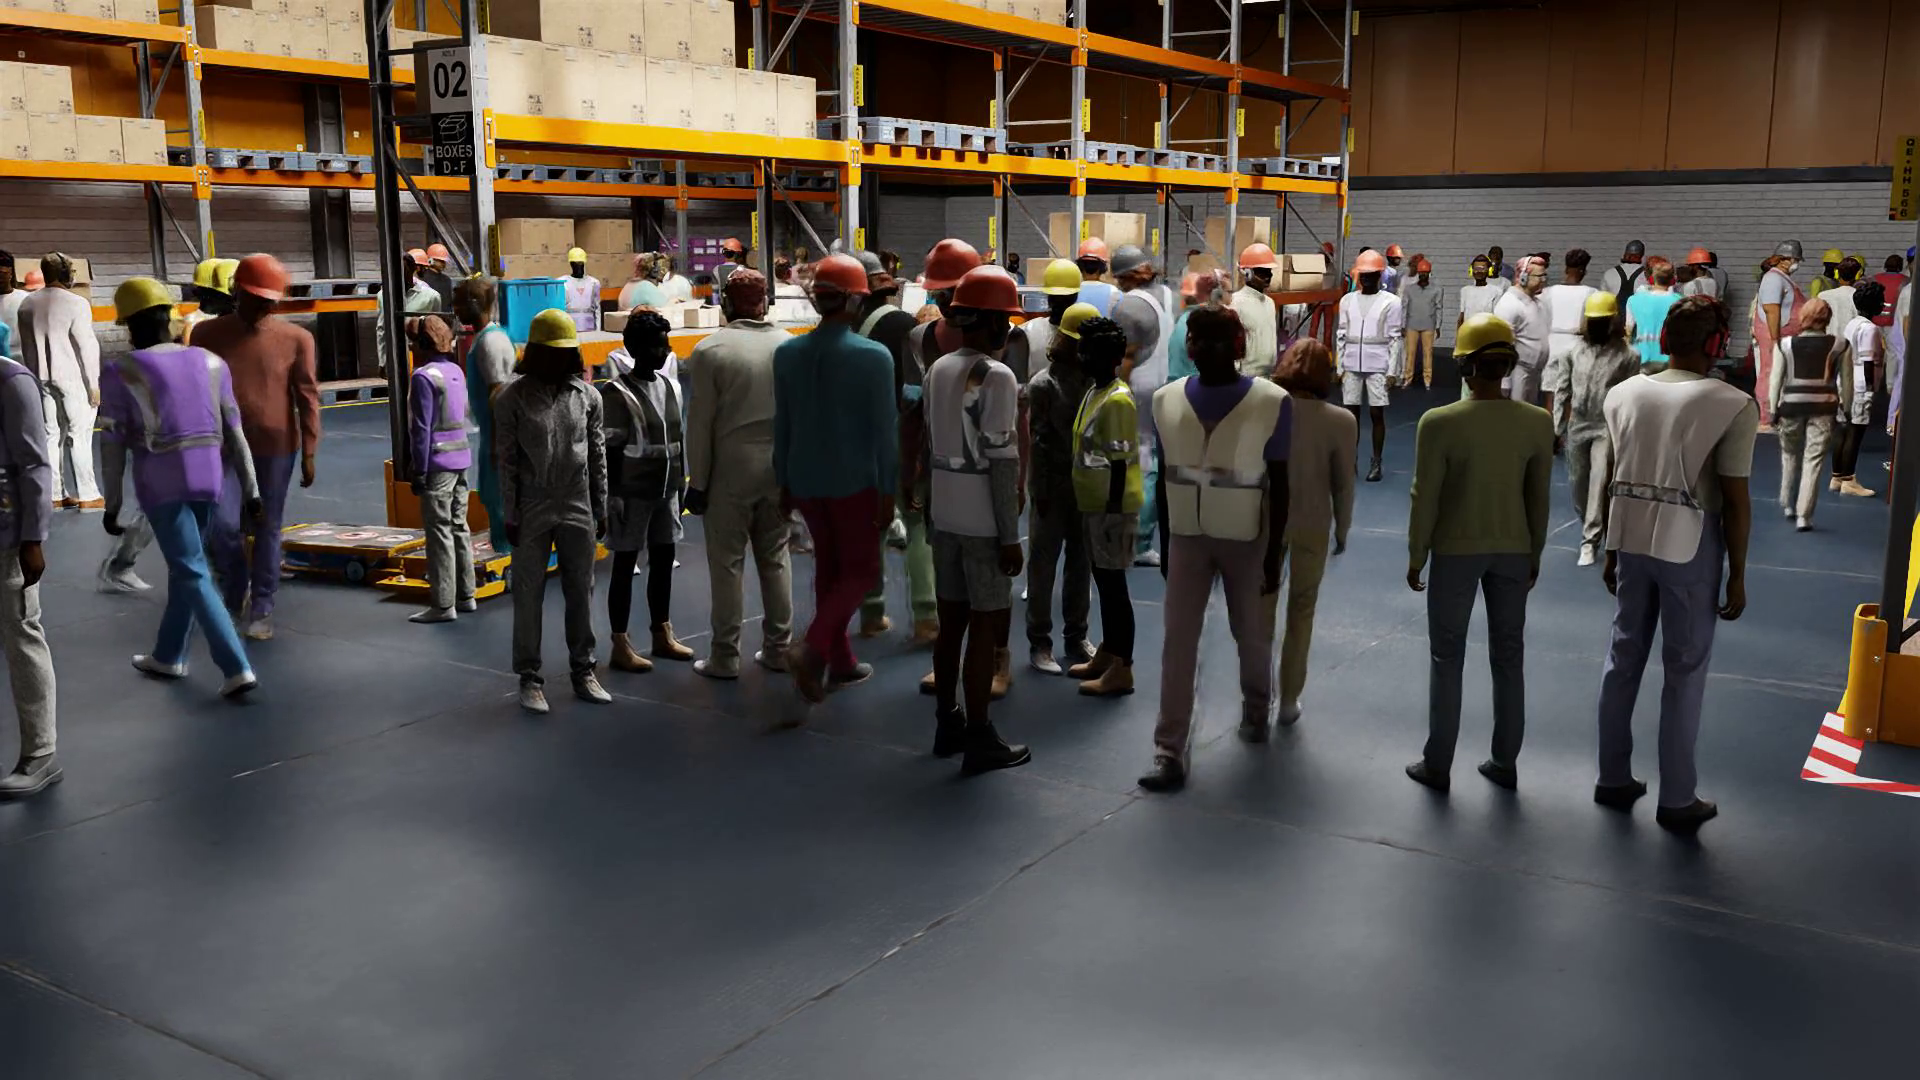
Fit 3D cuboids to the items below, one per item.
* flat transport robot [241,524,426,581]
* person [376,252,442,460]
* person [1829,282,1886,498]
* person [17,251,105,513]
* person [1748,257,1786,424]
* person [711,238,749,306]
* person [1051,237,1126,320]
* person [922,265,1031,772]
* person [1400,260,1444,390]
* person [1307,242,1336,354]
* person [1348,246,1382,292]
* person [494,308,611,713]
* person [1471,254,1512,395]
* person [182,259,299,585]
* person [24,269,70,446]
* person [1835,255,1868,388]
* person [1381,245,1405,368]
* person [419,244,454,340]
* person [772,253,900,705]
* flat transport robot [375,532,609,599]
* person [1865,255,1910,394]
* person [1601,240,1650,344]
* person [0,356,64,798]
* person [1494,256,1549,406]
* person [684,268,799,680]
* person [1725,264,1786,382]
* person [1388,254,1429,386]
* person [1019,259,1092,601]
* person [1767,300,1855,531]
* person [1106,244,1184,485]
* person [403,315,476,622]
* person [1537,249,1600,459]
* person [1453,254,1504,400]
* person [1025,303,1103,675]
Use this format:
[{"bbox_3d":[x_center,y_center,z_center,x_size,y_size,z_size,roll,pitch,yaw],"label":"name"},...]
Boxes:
[{"bbox_3d":[-3.763,0.061,10.197,1.431,0.197,0.652,4,11,19],"label":"flat transport robot"},{"bbox_3d":[-4.945,-1.626,14.980,0.597,1.917,0.378,1,10,3],"label":"person"},{"bbox_3d":[7.129,-1.189,13.173,0.315,1.696,0.541,2,10,12],"label":"person"},{"bbox_3d":[-6.638,-1.162,12.353,0.635,1.939,0.367,3,11,16],"label":"person"},{"bbox_3d":[8.914,-2.190,18.344,0.430,1.836,0.627,0,10,2],"label":"person"},{"bbox_3d":[-3.168,-3.190,23.300,0.608,2.044,0.370,3,11,16],"label":"person"},{"bbox_3d":[1.000,-1.288,12.759,0.608,2.045,0.392,1,10,7],"label":"person"},{"bbox_3d":[0.080,-0.081,6.402,0.386,1.929,0.543,-6,12,-30],"label":"person"},{"bbox_3d":[6.255,-2.915,22.568,0.564,1.755,0.323,4,11,20],"label":"person"},{"bbox_3d":[6.197,-4.060,28.285,0.626,1.985,0.417,-3,11,-16],"label":"person"},{"bbox_3d":[6.360,-3.643,26.150,0.593,1.921,0.388,-2,10,-11],"label":"person"},{"bbox_3d":[-1.735,-0.123,7.164,0.484,1.738,0.320,-7,12,-33],"label":"person"},{"bbox_3d":[6.837,-2.761,21.469,0.506,1.847,0.345,4,11,22],"label":"person"},{"bbox_3d":[-4.216,-0.682,9.776,0.397,1.912,0.592,8,13,39],"label":"person"},{"bbox_3d":[-8.953,-1.774,16.297,0.576,1.739,0.353,-3,11,-17],"label":"person"},{"bbox_3d":[12.198,-2.972,22.717,0.404,1.826,0.595,5,11,24],"label":"person"},{"bbox_3d":[6.797,-3.664,26.220,0.356,1.938,0.543,6,12,29],"label":"person"},{"bbox_3d":[-6.344,-2.593,20.195,0.434,1.977,0.602,5,11,24],"label":"person"},{"bbox_3d":[-0.570,-0.249,7.236,0.629,1.968,0.745,5,12,27],"label":"person"},{"bbox_3d":[-2.760,0.107,9.940,0.652,0.197,1.431,4,11,19],"label":"flat transport robot"},{"bbox_3d":[12.236,-2.838,21.964,0.632,1.834,0.434,9,14,41],"label":"person"},{"bbox_3d":[8.504,-2.799,21.142,0.684,2.000,0.535,6,12,31],"label":"person"},{"bbox_3d":[-3.583,-0.026,6.032,0.614,1.945,0.403,3,11,16],"label":"person"},{"bbox_3d":[4.383,-1.256,12.997,0.394,1.899,0.653,8,13,37],"label":"person"},{"bbox_3d":[-0.984,-0.302,7.724,0.656,1.894,0.401,-8,13,-39],"label":"person"},{"bbox_3d":[11.495,-3.079,23.699,0.537,1.668,1.015,-7,12,-34],"label":"person"},{"bbox_3d":[6.195,-3.035,23.019,0.369,1.832,0.674,-8,13,-36],"label":"person"},{"bbox_3d":[0.563,-0.595,9.270,0.588,1.919,0.396,3,11,17],"label":"person"},{"bbox_3d":[6.026,-0.889,11.783,0.530,1.600,0.850,7,12,34],"label":"person"},{"bbox_3d":[1.327,-1.116,11.813,0.635,2.000,0.755,10,14,44],"label":"person"},{"bbox_3d":[-2.769,-0.381,8.879,0.314,1.632,0.524,1,10,6],"label":"person"},{"bbox_3d":[5.640,-1.727,15.469,0.631,1.938,0.643,5,11,27],"label":"person"},{"bbox_3d":[5.401,-2.039,17.386,0.316,1.875,0.531,-10,14,-43],"label":"person"},{"bbox_3d":[0.539,-0.243,7.827,0.485,1.734,0.321,-7,13,-35],"label":"person"}]
